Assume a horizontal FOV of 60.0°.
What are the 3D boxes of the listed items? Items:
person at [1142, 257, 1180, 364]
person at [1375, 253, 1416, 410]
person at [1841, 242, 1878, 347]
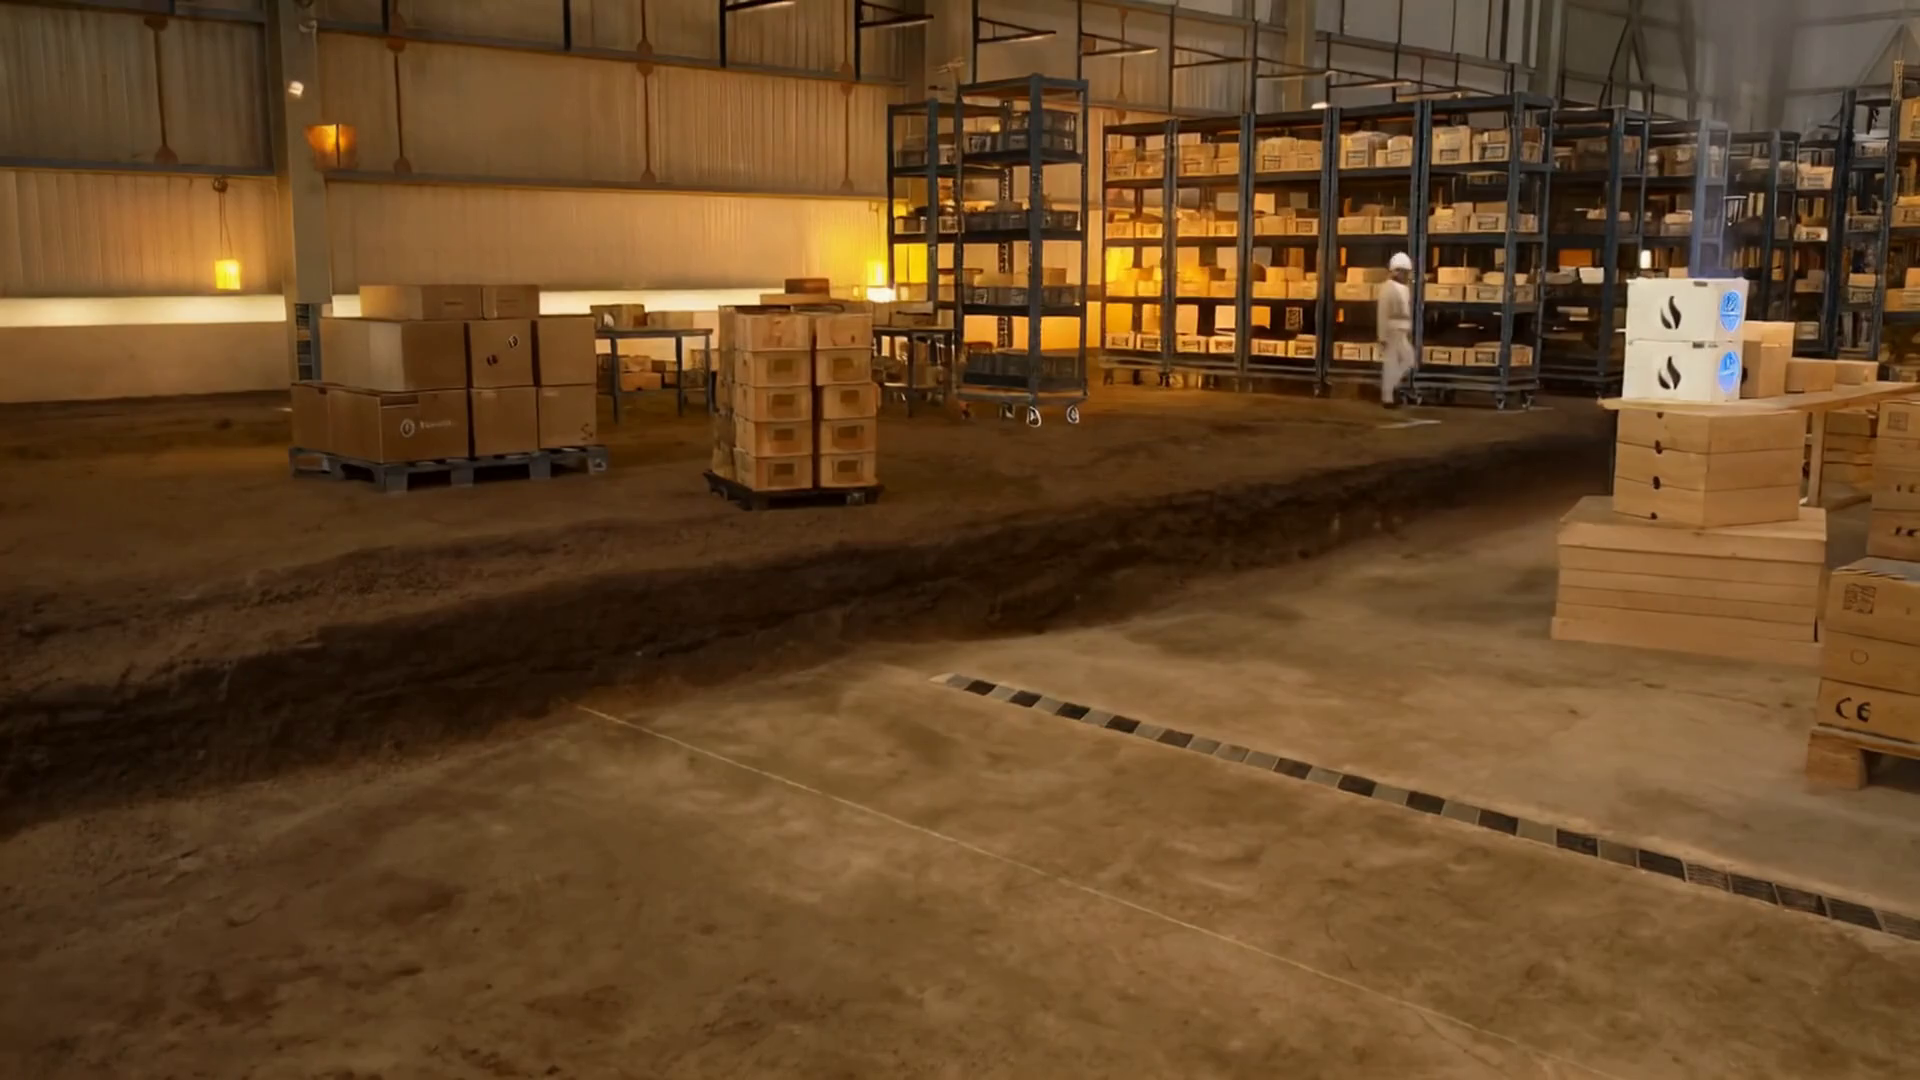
[{"bbox_3d":[3.371,-3.807,27.685,0.570,1.820,0.838,8,12,39],"label":"person"},{"bbox_3d":[5.039,-2.401,19.233,0.419,1.816,0.612,8,12,39],"label":"person"},{"bbox_3d":[11.172,-2.723,20.641,0.382,1.996,0.608,-1,9,-5],"label":"person"}]
